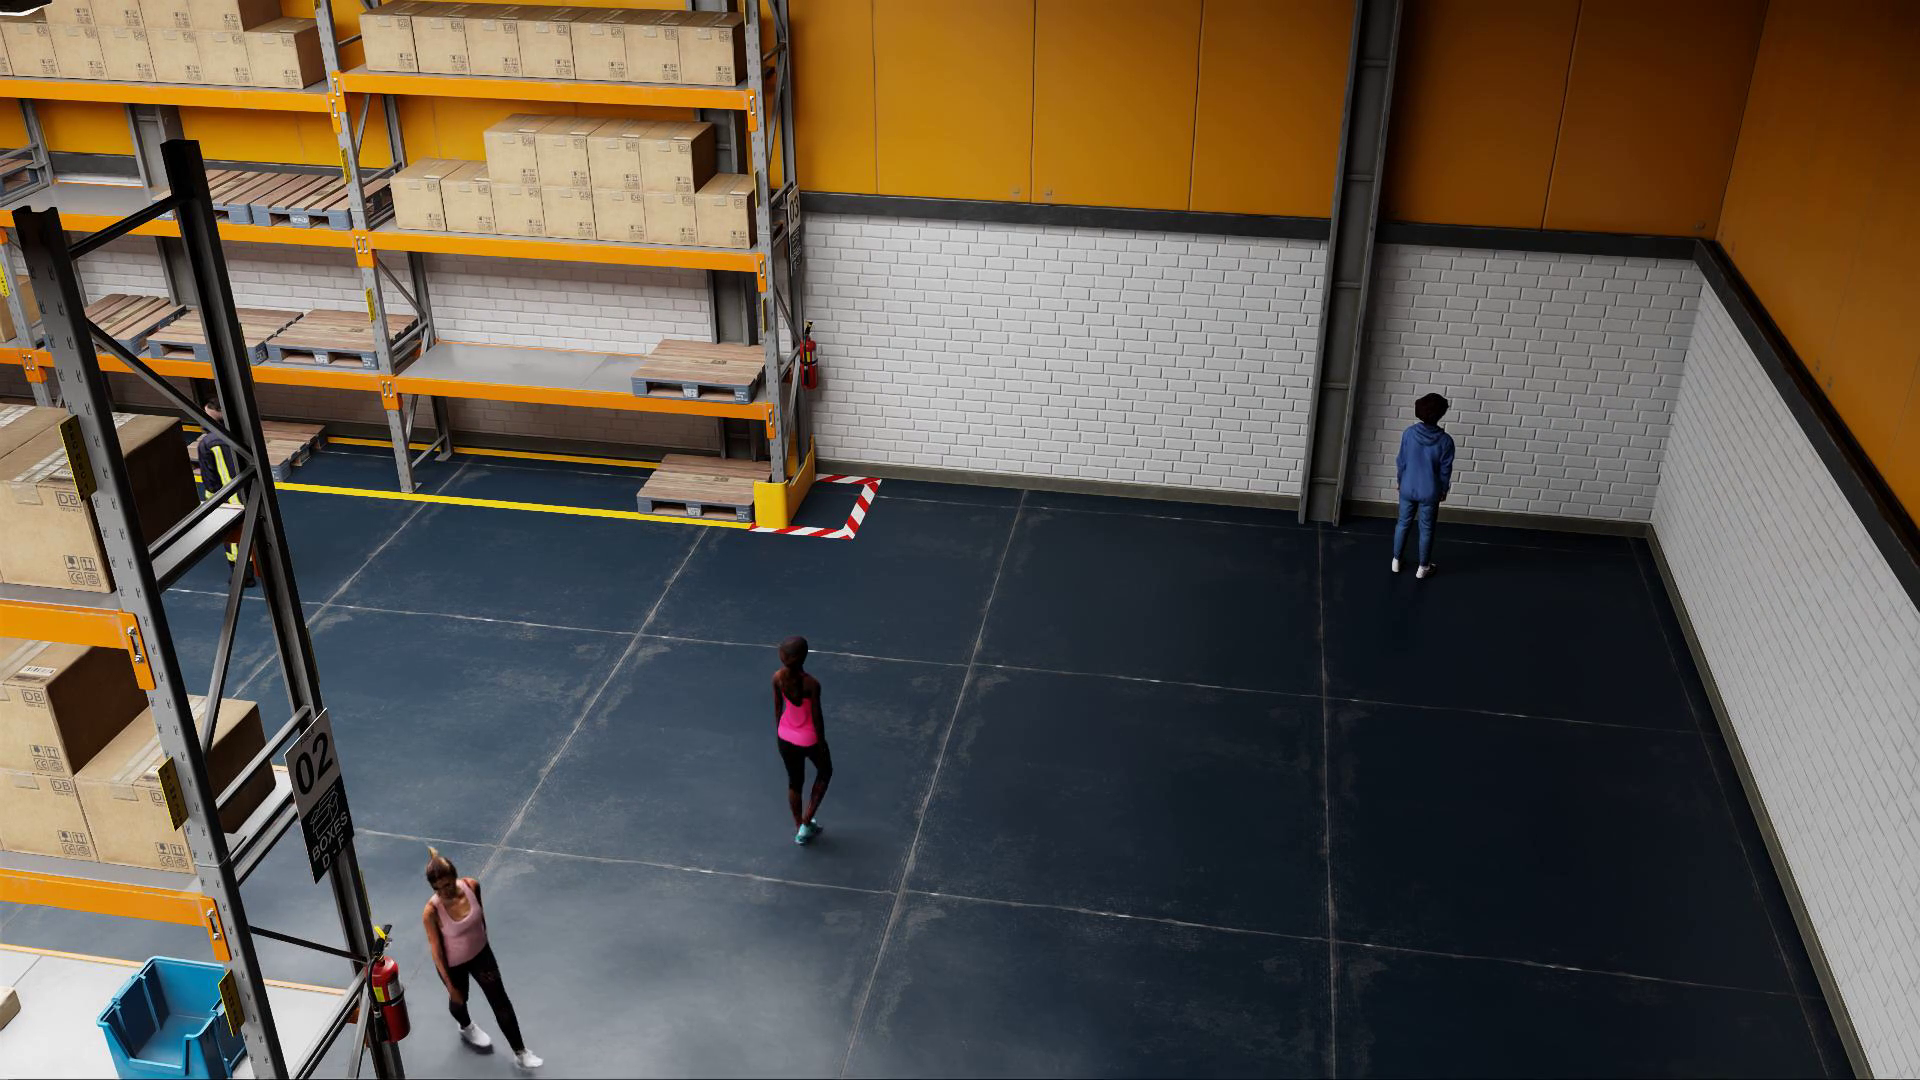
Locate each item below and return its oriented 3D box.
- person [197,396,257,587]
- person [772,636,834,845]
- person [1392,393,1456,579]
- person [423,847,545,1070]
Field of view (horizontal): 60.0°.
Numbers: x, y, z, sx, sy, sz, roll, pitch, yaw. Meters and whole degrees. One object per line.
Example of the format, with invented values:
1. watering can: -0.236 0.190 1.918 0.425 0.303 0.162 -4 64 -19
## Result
1. person: -6.660 -0.459 15.232 0.803 1.861 0.838 14 31 23
2. person: -1.173 1.476 11.838 0.604 1.715 0.706 12 31 21
3. person: 4.271 -0.509 15.376 0.662 1.811 0.812 18 33 29
4. person: -3.056 2.496 10.069 1.083 1.618 0.911 21 35 34
